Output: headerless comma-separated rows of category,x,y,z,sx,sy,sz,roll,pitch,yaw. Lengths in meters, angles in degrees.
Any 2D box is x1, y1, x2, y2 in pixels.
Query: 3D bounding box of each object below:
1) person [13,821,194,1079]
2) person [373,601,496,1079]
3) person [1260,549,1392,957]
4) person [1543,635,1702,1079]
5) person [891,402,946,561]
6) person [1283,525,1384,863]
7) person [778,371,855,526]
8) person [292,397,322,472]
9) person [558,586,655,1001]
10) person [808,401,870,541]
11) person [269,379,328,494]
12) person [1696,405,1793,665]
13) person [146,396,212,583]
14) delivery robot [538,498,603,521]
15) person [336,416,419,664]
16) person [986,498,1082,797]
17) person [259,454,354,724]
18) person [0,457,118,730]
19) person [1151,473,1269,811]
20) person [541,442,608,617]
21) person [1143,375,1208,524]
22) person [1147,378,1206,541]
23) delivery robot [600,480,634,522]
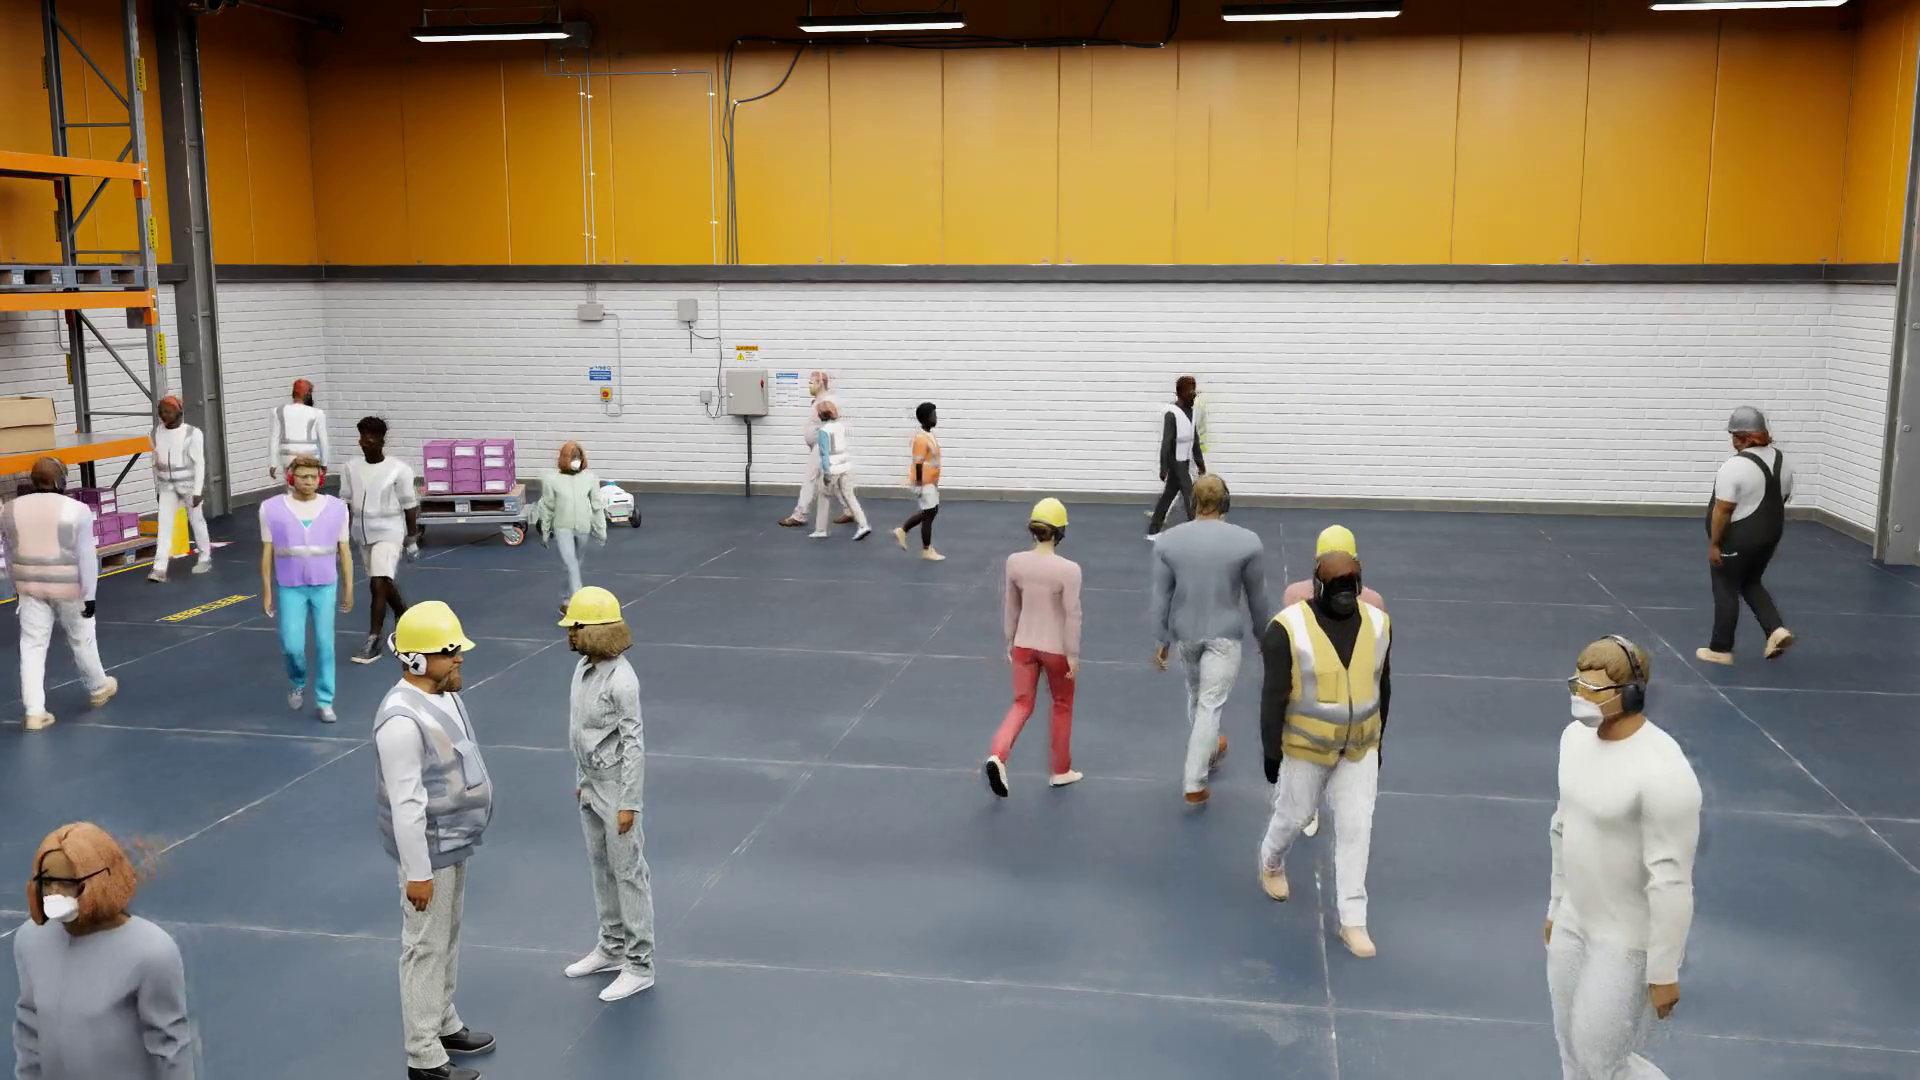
person,-2.249,1.517,4.442,0.498,1.625,0.414,3,10,16
person,-1.953,1.126,6.224,0.404,1.830,0.603,-1,9,-4
person,1.653,0.910,7.668,0.637,1.814,0.867,-2,9,-11
person,2.113,1.236,5.256,0.549,1.923,0.638,-1,9,-7
person,-0.432,-0.614,17.468,0.524,1.685,0.534,1,9,8
person,1.938,0.772,8.698,0.528,1.748,0.553,3,10,19
person,-1.663,-1.091,19.926,0.979,1.860,0.657,-1,9,-9
person,-7.501,-0.877,19.161,0.344,1.673,0.557,-6,11,-33
person,-1.494,1.050,6.972,0.321,1.743,0.488,-7,11,-35
person,-1.367,-0.780,18.819,0.834,1.604,0.521,6,11,31
person,-7.372,-0.873,18.601,0.605,1.837,0.980,-1,9,-7
person,6.018,-0.031,12.763,0.696,2.000,0.620,-4,10,-24
person,-7.731,-0.515,16.448,0.581,1.825,1.007,0,9,2
delivery robot,-4.483,-0.372,19.186,0.707,0.478,0.477,-1,9,-4
person,-4.621,-0.041,13.235,0.607,1.921,1.015,3,10,17
person,0.443,0.627,9.616,0.527,1.744,0.739,6,11,34
person,-4.393,0.324,11.214,0.588,1.827,0.448,-5,10,-27
person,-6.126,0.332,11.279,0.640,1.793,0.956,-1,9,-5
person,1.453,0.550,9.641,0.630,1.879,1.033,4,10,25
person,-3.325,-0.063,14.358,0.511,1.578,0.876,-6,11,-35
person,2.708,-1.062,19.893,0.943,1.797,0.652,-1,9,-7
person,2.511,-0.871,18.509,0.990,1.861,0.616,5,11,30
delivery robot,-4.148,-0.472,19.804,0.477,0.478,0.707,-5,10,-29
